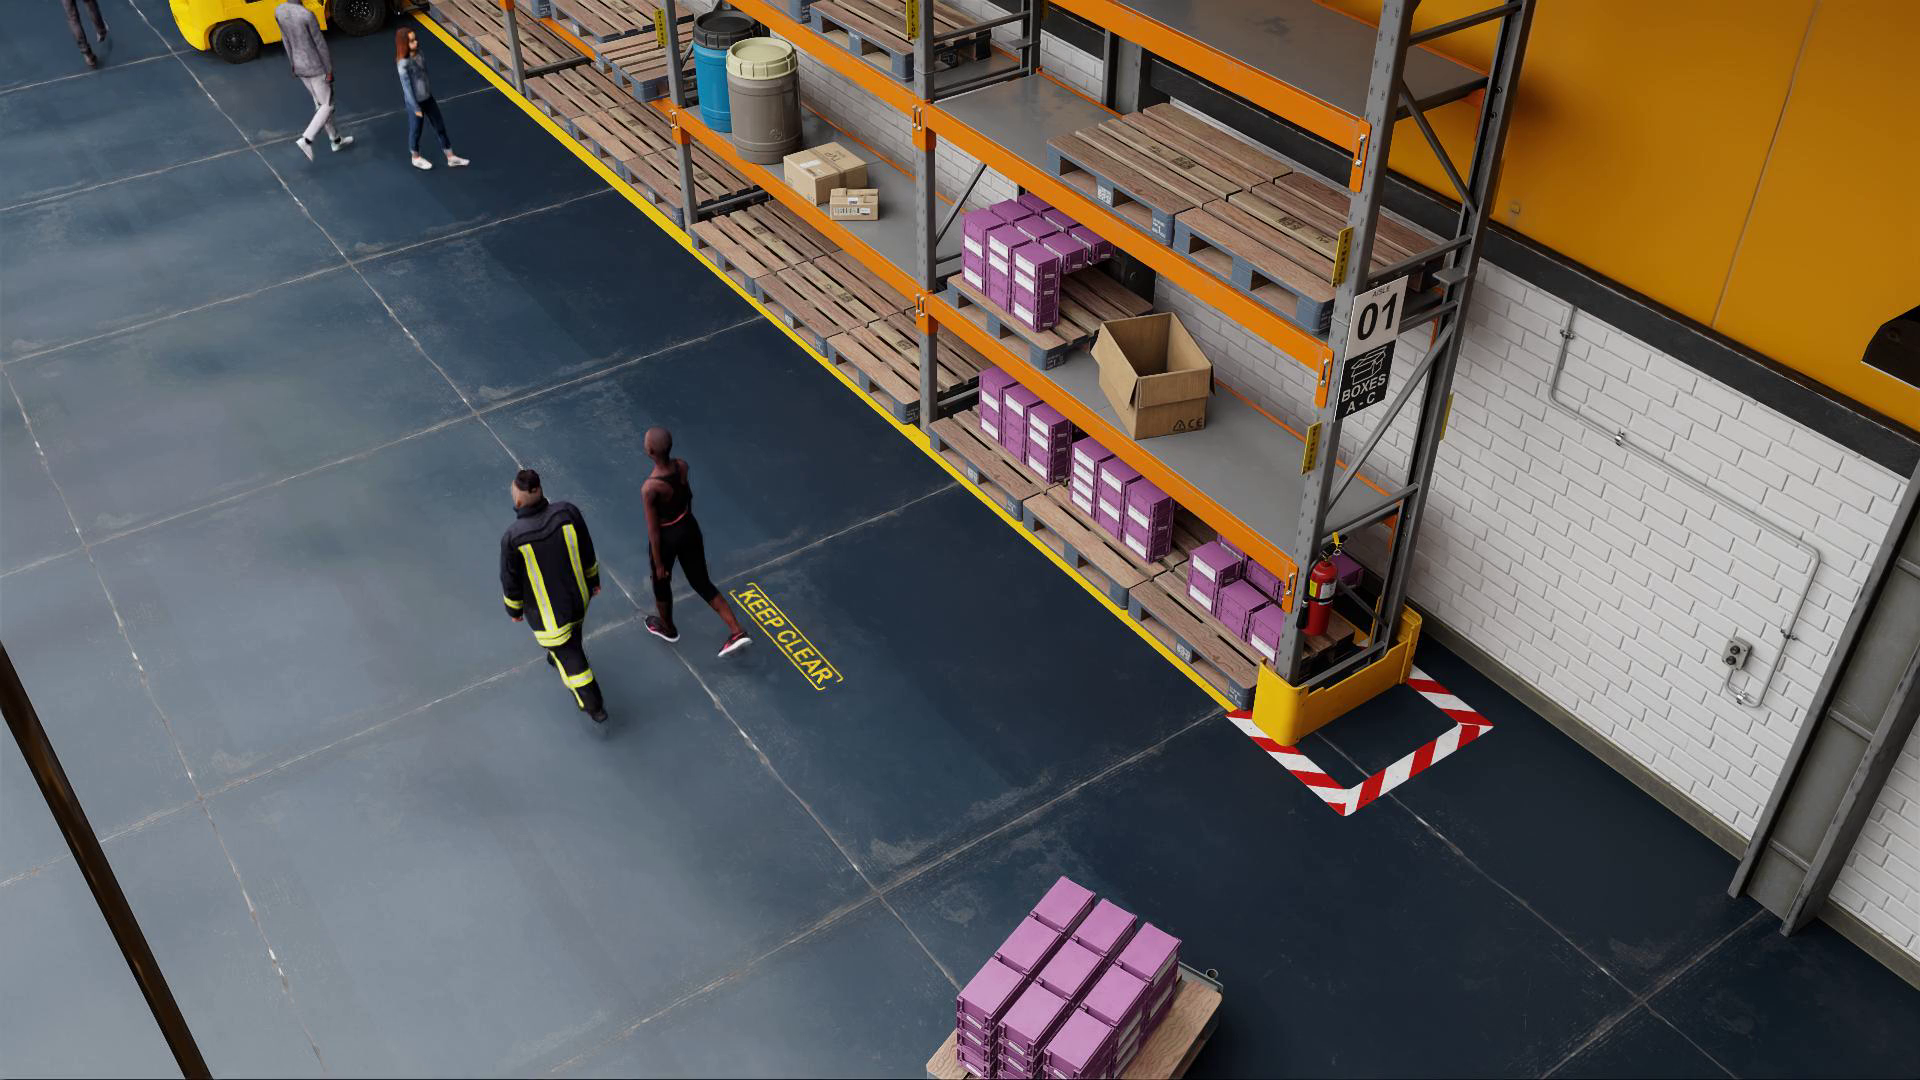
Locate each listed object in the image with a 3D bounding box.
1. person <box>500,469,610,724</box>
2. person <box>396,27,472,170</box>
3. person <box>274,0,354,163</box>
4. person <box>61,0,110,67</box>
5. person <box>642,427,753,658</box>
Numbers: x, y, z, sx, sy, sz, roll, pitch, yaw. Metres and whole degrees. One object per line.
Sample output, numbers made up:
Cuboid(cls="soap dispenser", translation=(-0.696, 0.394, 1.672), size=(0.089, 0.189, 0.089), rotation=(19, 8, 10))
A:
Cuboid(cls="person", translation=(-2.465, 0.369, 10.245), size=(0.865, 1.830, 1.156), rotation=(-28, 46, -30))
Cuboid(cls="person", translation=(-5.417, -4.355, 16.461), size=(0.950, 1.455, 0.850), rotation=(12, 40, 15))
Cuboid(cls="person", translation=(-6.524, -4.666, 16.563), size=(1.068, 1.814, 1.045), rotation=(17, 42, 20))
Cuboid(cls="person", translation=(-9.896, -6.182, 18.457), size=(0.935, 1.819, 1.270), rotation=(-10, 40, -12))
Cuboid(cls="person", translation=(-1.750, 0.060, 10.712), size=(1.191, 1.731, 0.884), rotation=(19, 42, 22))
